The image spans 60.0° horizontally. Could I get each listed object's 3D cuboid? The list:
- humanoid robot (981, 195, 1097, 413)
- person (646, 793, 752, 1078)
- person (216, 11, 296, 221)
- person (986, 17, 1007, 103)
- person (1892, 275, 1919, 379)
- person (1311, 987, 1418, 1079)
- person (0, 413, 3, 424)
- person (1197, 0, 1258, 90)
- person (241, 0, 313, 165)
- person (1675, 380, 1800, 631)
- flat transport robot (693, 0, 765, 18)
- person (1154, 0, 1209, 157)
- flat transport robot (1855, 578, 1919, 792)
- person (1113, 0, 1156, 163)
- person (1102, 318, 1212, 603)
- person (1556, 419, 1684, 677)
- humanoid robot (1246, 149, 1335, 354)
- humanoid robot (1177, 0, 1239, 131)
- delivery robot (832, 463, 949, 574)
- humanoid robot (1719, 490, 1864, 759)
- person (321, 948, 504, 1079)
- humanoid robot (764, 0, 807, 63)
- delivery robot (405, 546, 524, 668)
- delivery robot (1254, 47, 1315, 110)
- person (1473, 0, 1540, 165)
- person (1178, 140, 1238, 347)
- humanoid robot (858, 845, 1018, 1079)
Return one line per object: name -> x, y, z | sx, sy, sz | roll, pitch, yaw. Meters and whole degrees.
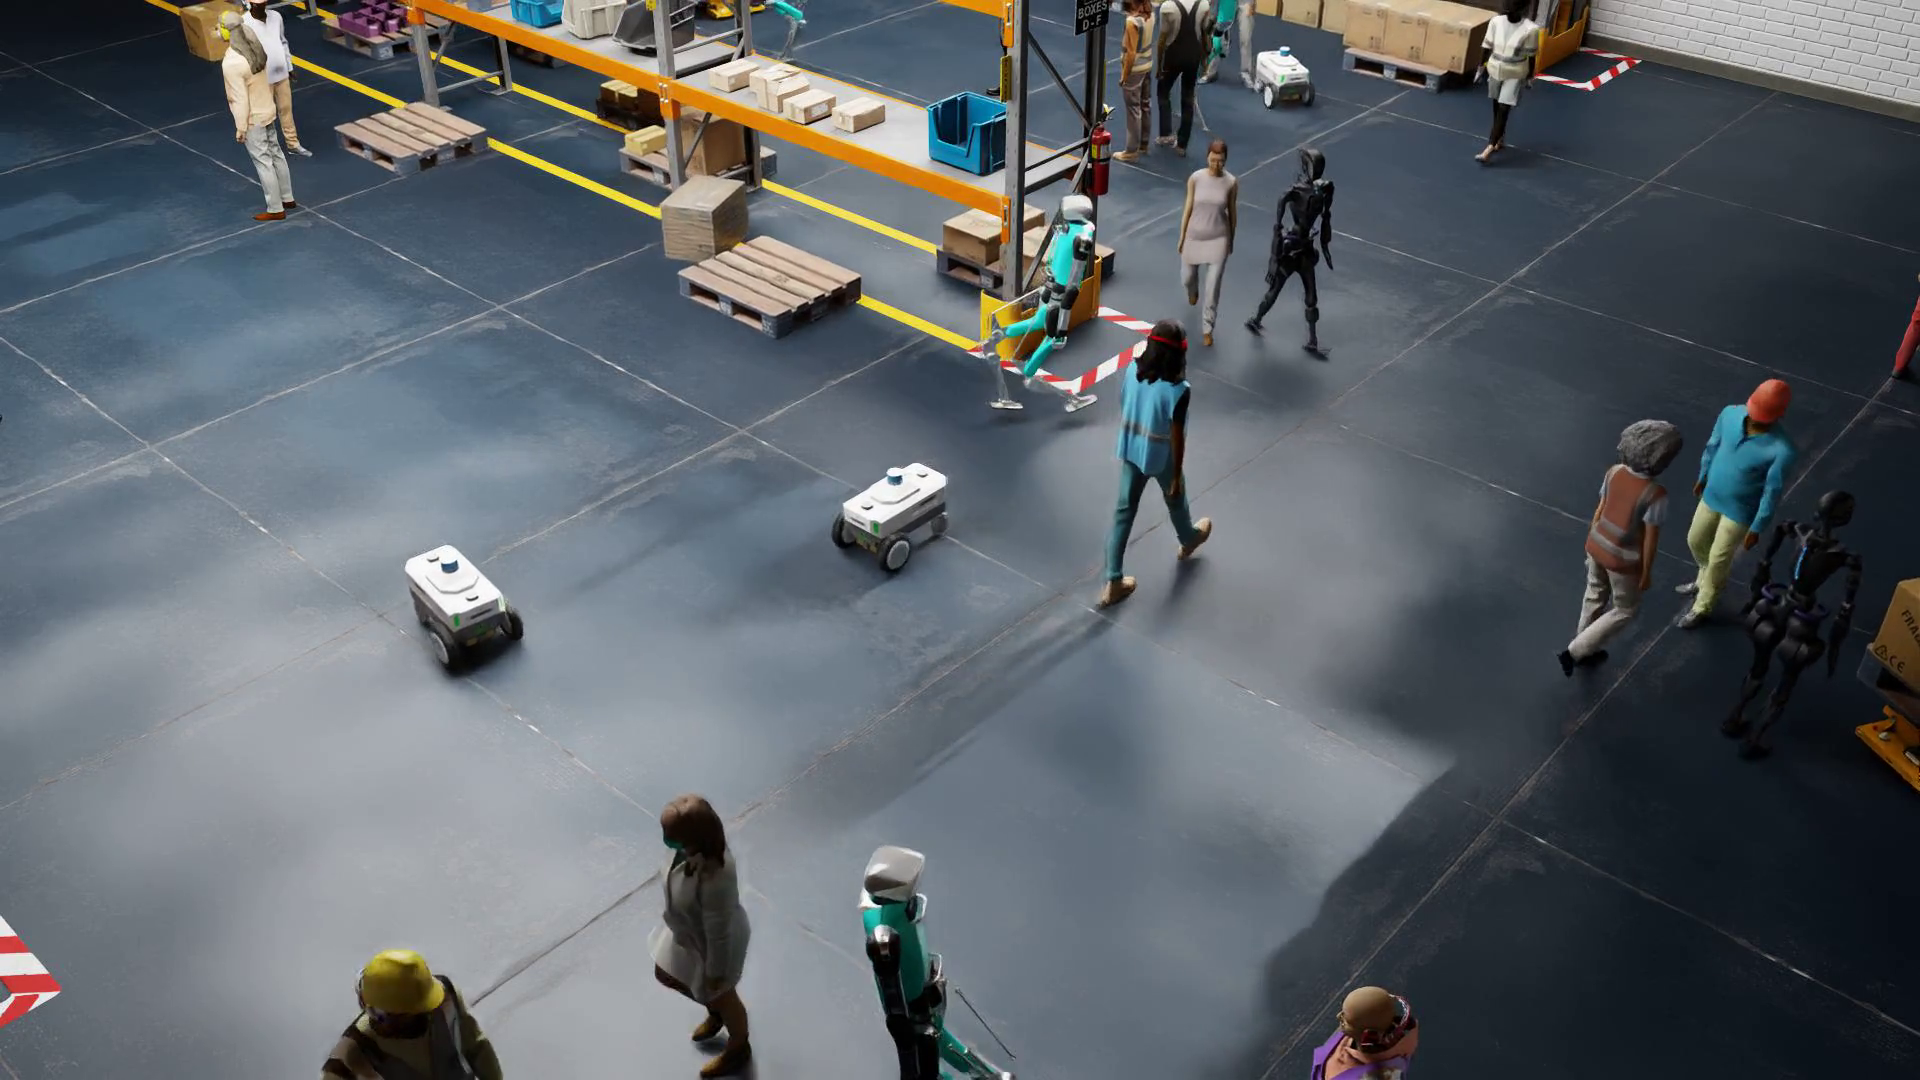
humanoid robot -> 0.497, -1.588, 11.841 | 1.040, 1.722, 0.536 | -5, 35, -7
person -> -1.106, 1.704, 7.115 | 0.387, 1.645, 0.509 | -19, 39, -25
person -> -6.297, -3.789, 14.888 | 0.410, 1.877, 0.554 | 3, 35, 4
person -> 0.474, -5.531, 17.352 | 0.350, 1.942, 0.544 | -3, 35, -5
person -> 7.401, -1.964, 12.346 | 0.516, 1.756, 0.341 | 25, 42, 31
person -> 1.458, 2.277, 6.255 | 0.340, 1.693, 0.492 | 1, 35, 1
person -> -7.274, -1.599, 11.673 | 0.542, 1.933, 0.376 | -7, 35, -10
person -> 2.921, -5.794, 17.789 | 0.598, 1.880, 0.410 | 7, 35, 11
person -> -6.636, -4.501, 16.022 | 0.329, 1.752, 0.560 | 19, 39, 25
person -> 4.613, -0.240, 9.884 | 0.477, 1.721, 0.618 | -13, 37, -18
flat transport robot -> -3.032, -6.781, 20.635 | 0.659, 0.231, 1.431 | -20, 39, -26
person -> 2.158, -4.667, 16.204 | 0.556, 1.817, 0.550 | -5, 35, -8
flat transport robot -> 5.807, 1.096, 9.222 | 1.431, 0.231, 0.659 | -9, 36, -13
person -> 1.689, -4.543, 16.064 | 0.323, 1.775, 0.464 | 21, 40, 28
person -> 1.230, -0.528, 10.215 | 0.491, 1.805, 1.028 | 24, 41, 31
person -> 3.699, 0.089, 9.428 | 0.499, 1.670, 0.466 | -11, 36, -16
humanoid robot -> 2.614, -2.247, 12.866 | 0.598, 1.626, 0.774 | -18, 39, -25
humanoid robot -> 2.428, -5.041, 16.849 | 0.801, 1.797, 0.547 | 23, 41, 29
delivery robot -> -0.431, -0.177, 10.830 | 0.499, 0.611, 0.814 | 27, 43, 33
humanoid robot -> 4.443, 0.446, 8.937 | 0.400, 1.650, 0.600 | -19, 39, -26
person -> -1.963, 2.223, 6.258 | 0.612, 1.788, 0.611 | 19, 39, 25
humanoid robot -> -1.945, -6.065, 18.313 | 0.743, 1.808, 0.540 | -4, 35, -6
delivery robot -> -3.033, 0.358, 10.037 | 0.499, 0.590, 0.789 | -26, 42, -32
delivery robot -> 3.437, -4.923, 17.708 | 0.499, 0.614, 0.815 | -8, 35, -12
person -> 5.207, -4.469, 16.058 | 0.543, 1.650, 0.849 | 30, 44, 36
person -> 1.939, -2.388, 13.059 | 0.445, 1.631, 0.634 | 6, 35, 8
humanoid robot -> 0.063, 2.006, 6.669 | 0.916, 1.829, 0.576 | 5, 35, 7
